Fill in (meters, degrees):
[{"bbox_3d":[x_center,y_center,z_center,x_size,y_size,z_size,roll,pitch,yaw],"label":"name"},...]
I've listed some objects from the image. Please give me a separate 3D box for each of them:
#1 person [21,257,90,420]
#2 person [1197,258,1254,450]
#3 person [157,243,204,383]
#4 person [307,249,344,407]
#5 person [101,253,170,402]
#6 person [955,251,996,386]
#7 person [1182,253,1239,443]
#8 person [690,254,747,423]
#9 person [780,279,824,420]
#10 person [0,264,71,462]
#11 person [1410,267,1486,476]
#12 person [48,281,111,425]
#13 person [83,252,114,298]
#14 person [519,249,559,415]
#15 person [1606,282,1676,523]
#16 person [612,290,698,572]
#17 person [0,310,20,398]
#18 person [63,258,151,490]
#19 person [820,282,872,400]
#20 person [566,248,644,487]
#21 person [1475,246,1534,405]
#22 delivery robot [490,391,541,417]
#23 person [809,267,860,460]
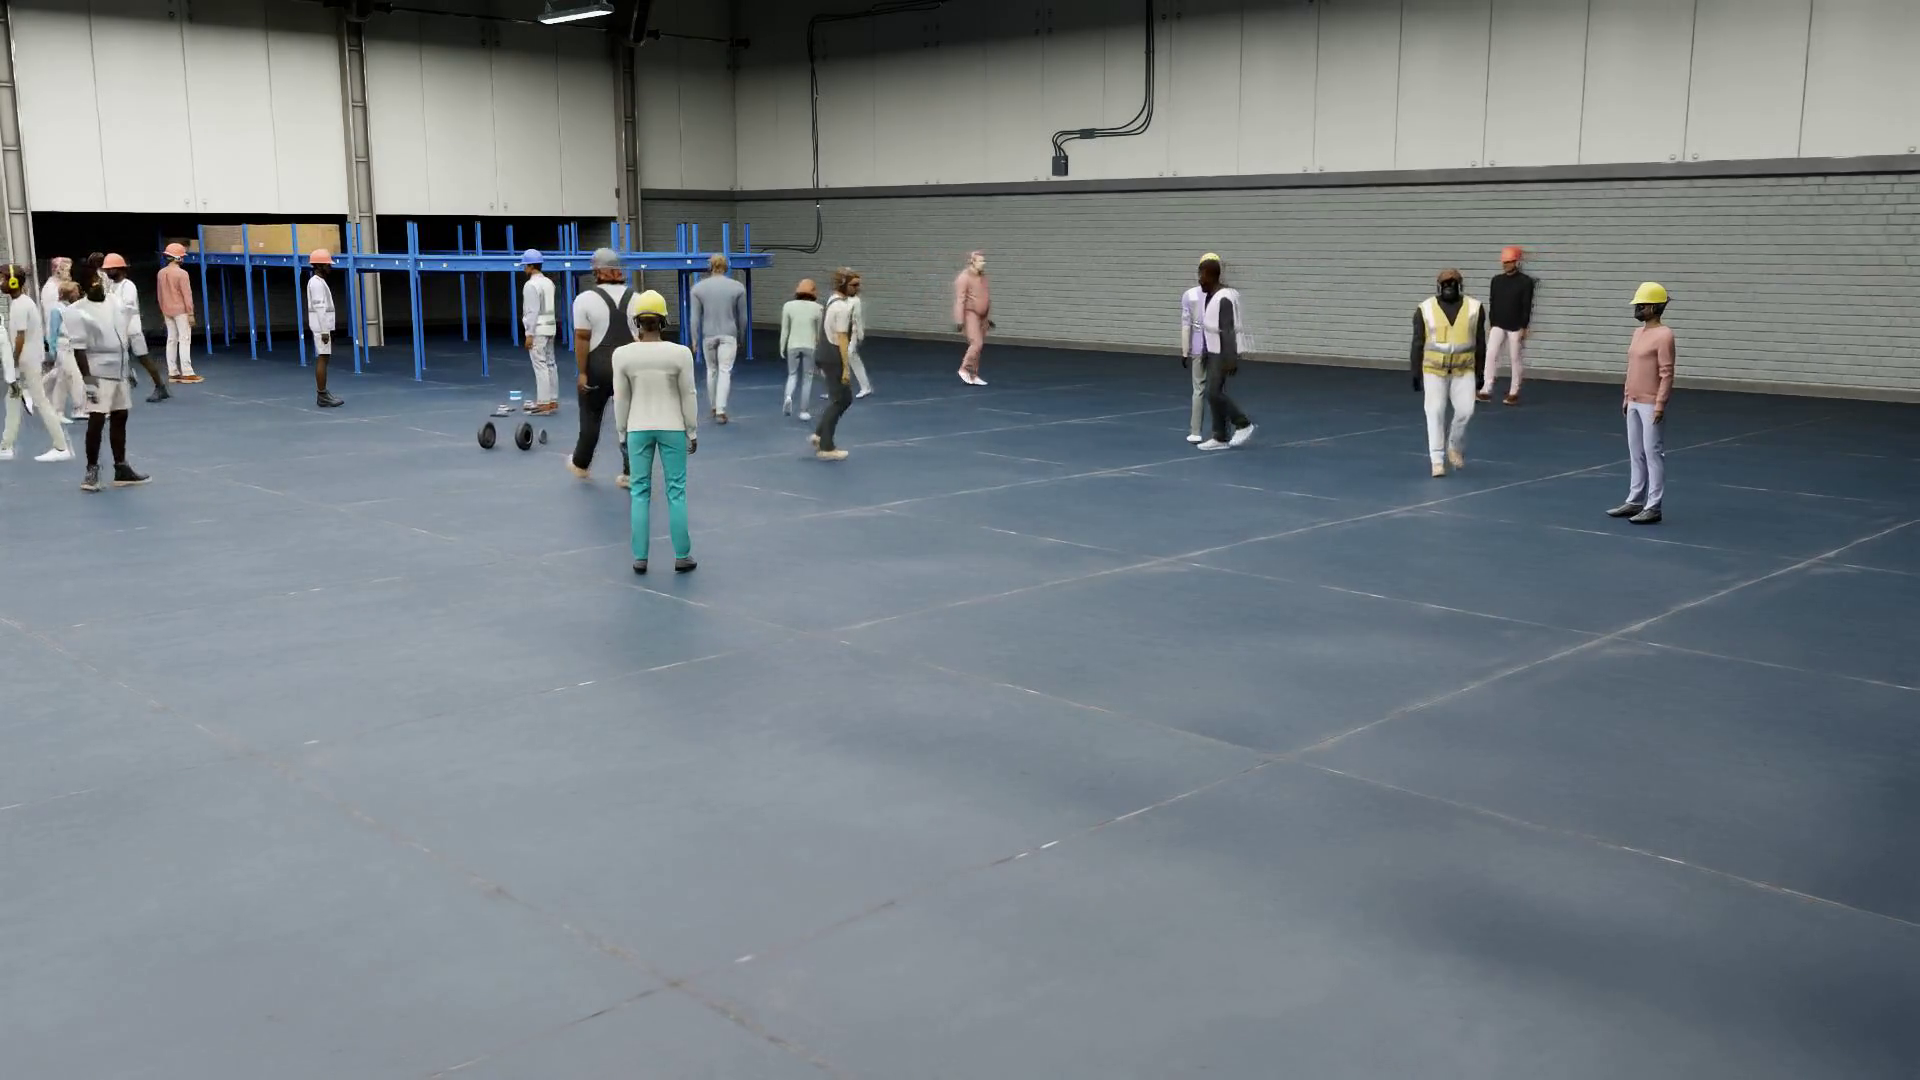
[{"bbox_3d":[-10.430,-2.320,19.158,0.838,1.875,0.651,-3,11,-17],"label":"person"},{"bbox_3d":[2.579,-1.835,16.465,0.498,1.891,0.596,-1,10,-7],"label":"person"},{"bbox_3d":[-11.264,-3.271,23.986,0.623,1.992,0.391,5,12,26],"label":"person"},{"bbox_3d":[-7.923,-2.647,20.744,0.356,1.936,0.551,-4,11,-23],"label":"person"},{"bbox_3d":[-10.507,-2.648,20.920,0.561,1.888,1.019,7,13,34],"label":"person"},{"bbox_3d":[0.232,-3.118,23.439,0.420,1.891,0.655,7,12,32],"label":"person"},{"bbox_3d":[2.543,-1.951,16.970,0.586,1.930,0.356,0,10,-2],"label":"person"},{"bbox_3d":[-2.747,-2.311,19.050,0.620,1.880,0.989,0,10,1],"label":"person"},{"bbox_3d":[-1.806,-2.179,19.062,0.535,1.612,0.443,2,11,9],"label":"person"},{"bbox_3d":[-8.828,-1.633,15.504,0.879,1.832,0.566,-5,12,-27],"label":"person"},{"bbox_3d":[4.297,-1.482,14.680,0.658,1.832,0.438,2,11,10],"label":"person"},{"bbox_3d":[-9.857,-2.073,18.552,0.866,1.588,0.524,0,10,1],"label":"person"},{"bbox_3d":[-12.993,-3.419,25.171,0.520,1.865,0.318,-8,13,-37],"label":"person"},{"bbox_3d":[-5.000,-2.466,19.736,0.409,1.943,0.615,2,11,10],"label":"person"},{"bbox_3d":[5.072,-1.019,12.333,0.310,1.768,0.533,-1,10,-6],"label":"person"},{"bbox_3d":[-1.909,-0.678,10.466,0.523,1.772,0.303,0,10,-2],"label":"person"},{"bbox_3d":[-8.072,-1.305,13.640,0.592,1.847,0.864,-10,14,-44],"label":"person"},{"bbox_3d":[-7.150,-1.391,13.963,0.370,1.925,0.711,3,11,14],"label":"person"},{"bbox_3d":[-1.451,-2.604,21.461,0.903,1.590,0.509,-8,13,-37],"label":"person"},{"bbox_3d":[-3.018,-1.468,14.149,0.708,2.000,0.995,-7,13,-35],"label":"person"},{"bbox_3d":[6.759,-2.652,20.679,0.913,1.957,0.634,-9,14,-41],"label":"person"},{"bbox_3d":[-4.490,-1.387,16.798,0.335,0.223,0.698,3,11,14],"label":"delivery robot"},{"bbox_3d":[-1.154,-1.662,15.723,0.439,1.813,0.545,-2,11,-13],"label":"person"}]
